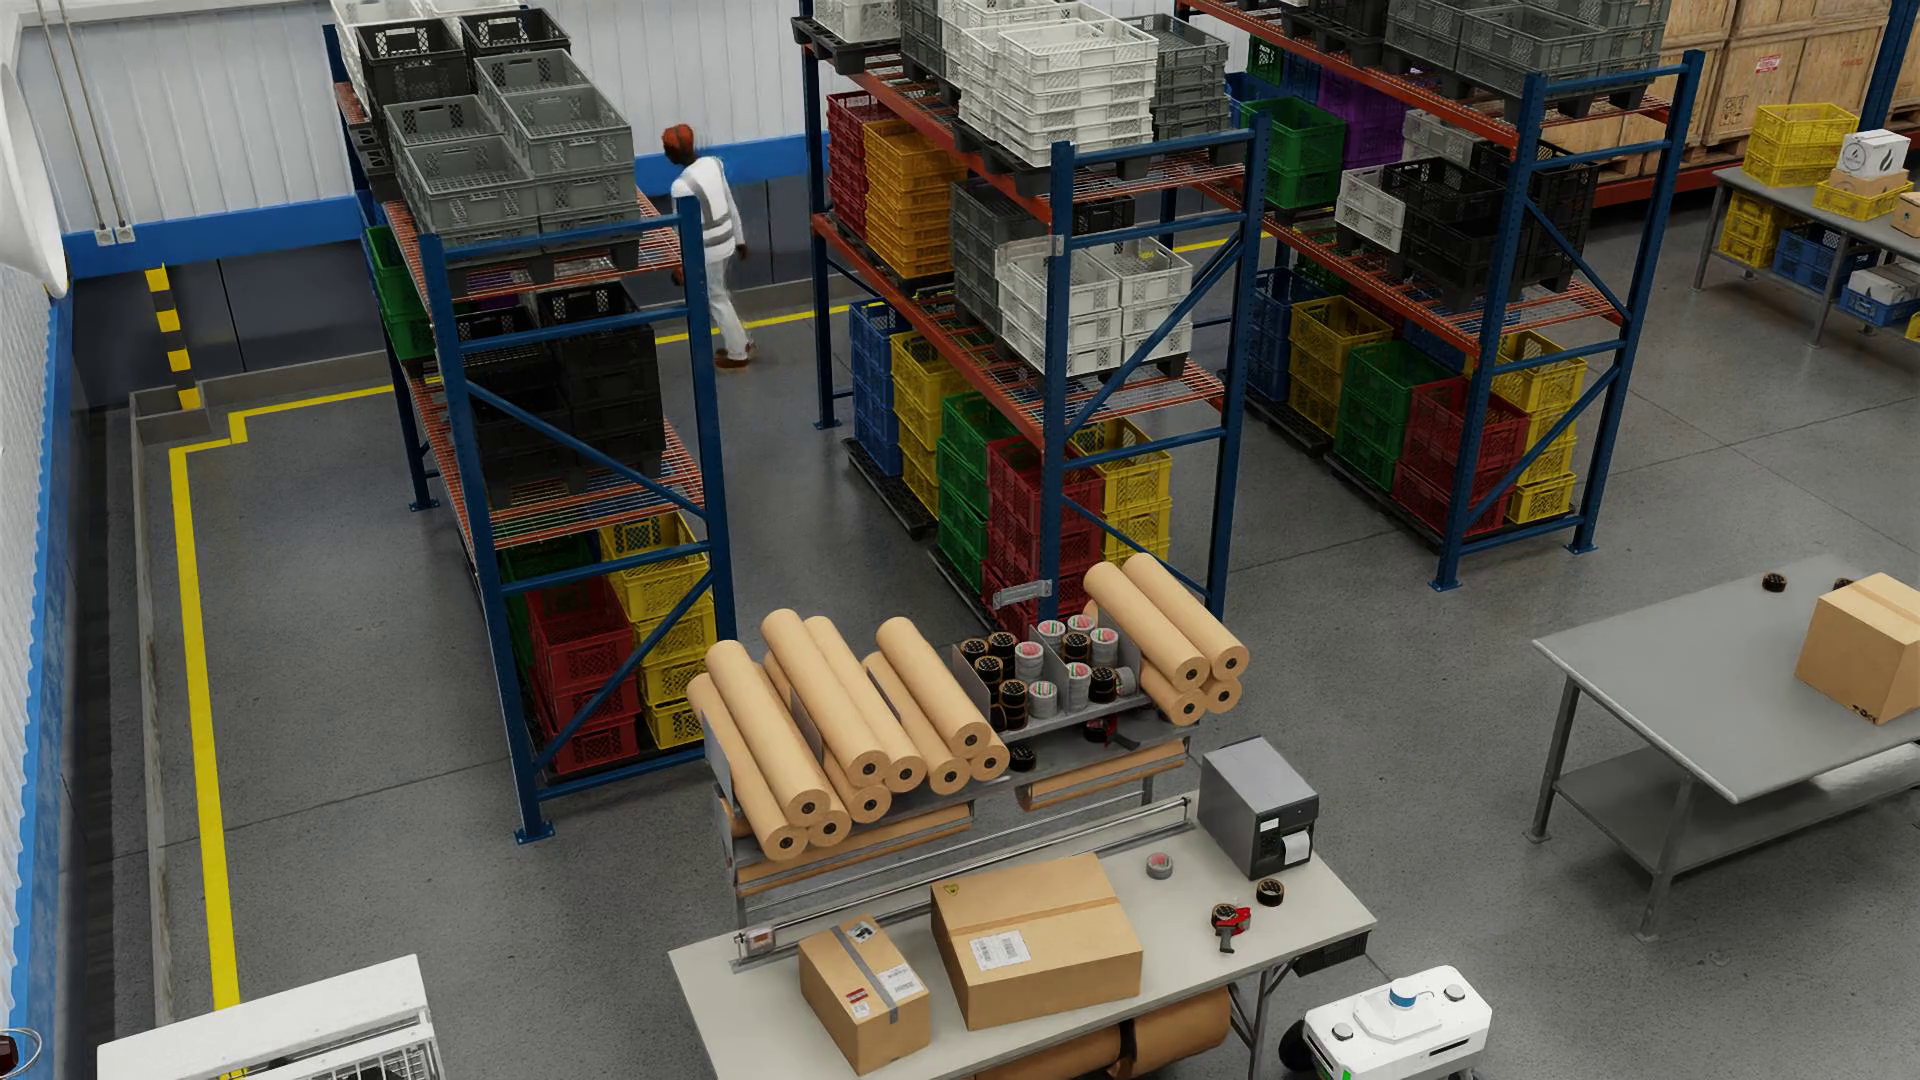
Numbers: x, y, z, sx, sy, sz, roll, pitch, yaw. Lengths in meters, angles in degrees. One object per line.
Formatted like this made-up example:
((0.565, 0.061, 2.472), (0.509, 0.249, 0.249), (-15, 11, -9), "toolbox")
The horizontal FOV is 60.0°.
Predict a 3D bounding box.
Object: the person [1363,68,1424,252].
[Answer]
((3.557, -3.339, 13.799), (0.625, 1.933, 0.374), (23, 39, 33), "person")

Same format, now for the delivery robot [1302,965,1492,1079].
((1.700, 1.914, 6.481), (0.707, 0.478, 0.477), (-12, 34, -19), "delivery robot")

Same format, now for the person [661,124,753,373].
((-1.770, -2.034, 11.753), (0.501, 1.844, 0.607), (10, 33, 16), "person")
